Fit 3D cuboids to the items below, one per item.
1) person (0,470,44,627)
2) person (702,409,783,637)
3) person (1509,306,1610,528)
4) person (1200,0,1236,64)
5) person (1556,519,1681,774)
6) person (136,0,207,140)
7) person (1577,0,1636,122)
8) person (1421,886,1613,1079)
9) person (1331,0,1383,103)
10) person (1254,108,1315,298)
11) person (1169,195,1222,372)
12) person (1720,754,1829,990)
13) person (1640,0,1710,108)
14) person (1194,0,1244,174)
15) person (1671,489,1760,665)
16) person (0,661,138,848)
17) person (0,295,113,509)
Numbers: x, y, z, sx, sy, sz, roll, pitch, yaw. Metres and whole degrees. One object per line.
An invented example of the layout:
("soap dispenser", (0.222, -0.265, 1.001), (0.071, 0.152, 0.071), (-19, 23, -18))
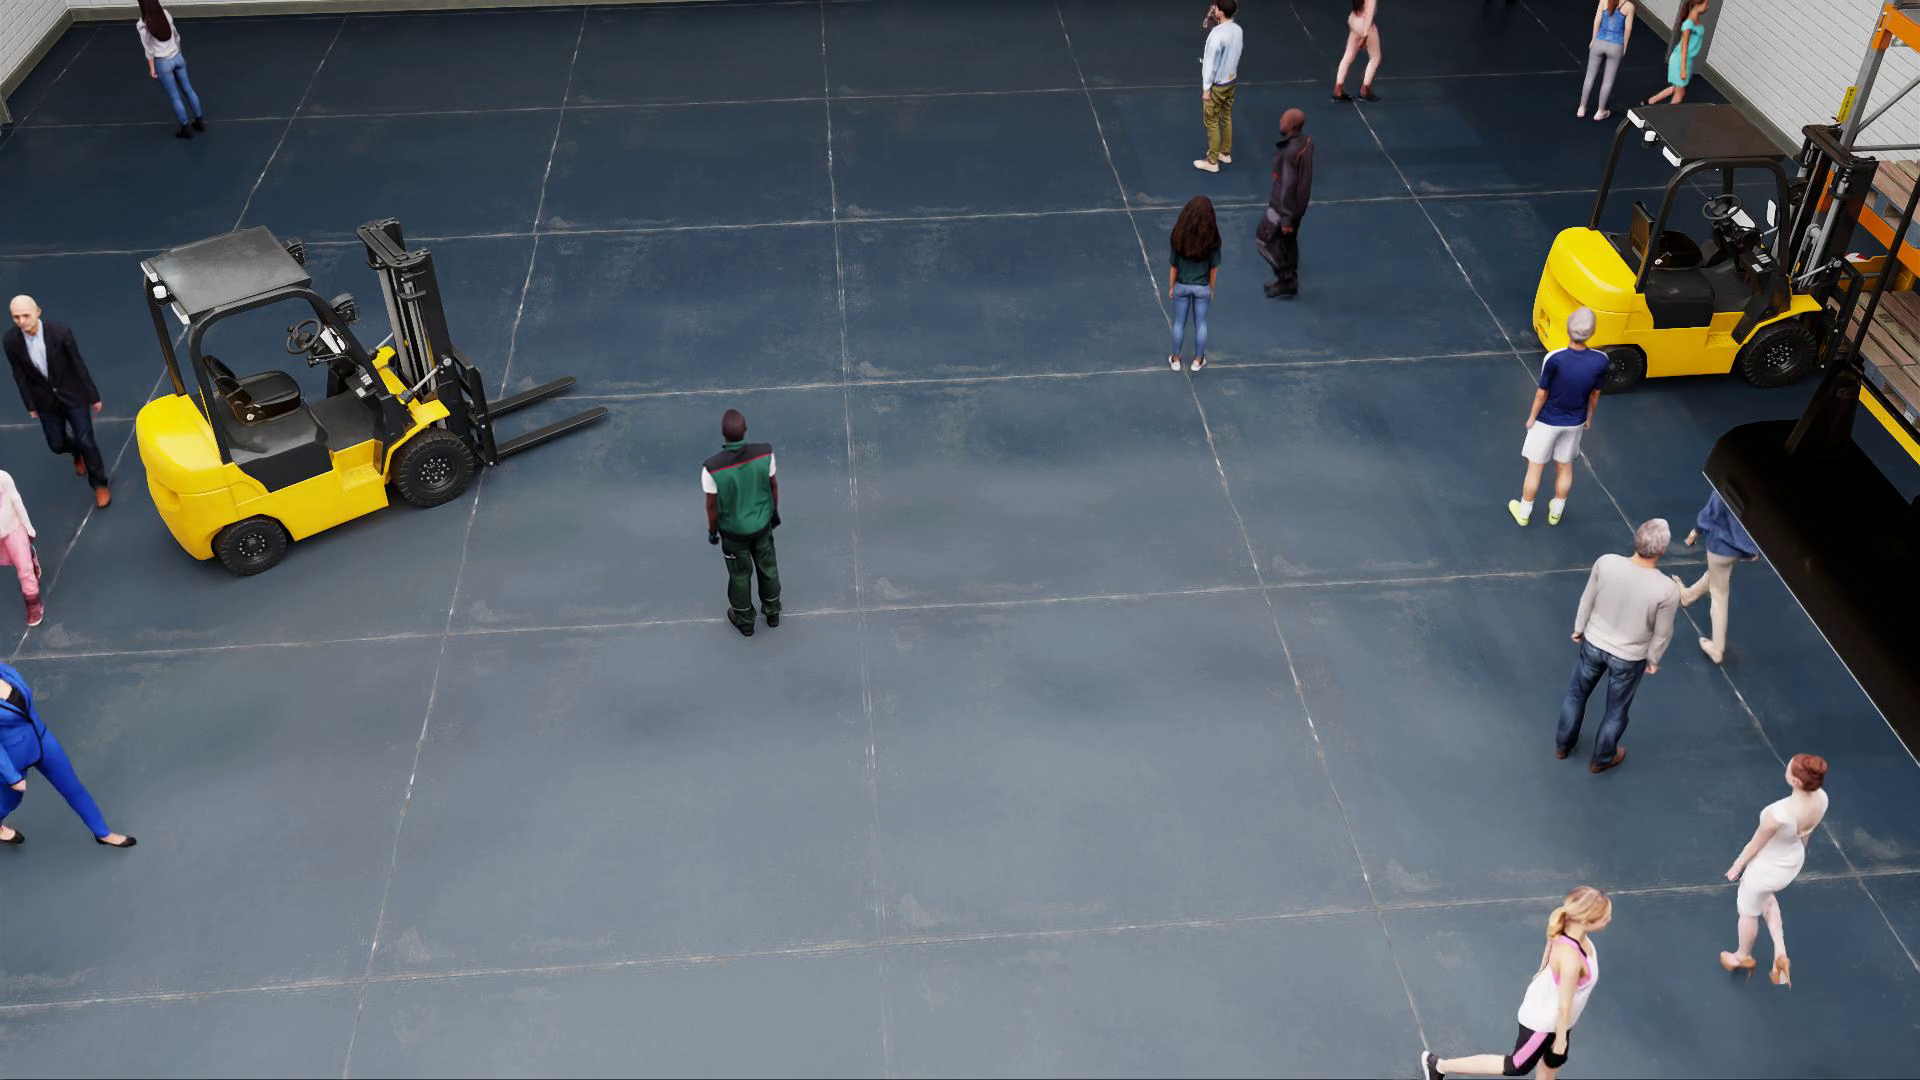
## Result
("person", (-6.775, -0.127, 11.773), (0.645, 1.428, 0.962), (-9, 40, -11))
("person", (-1.475, -0.116, 11.430), (0.766, 1.839, 0.736), (-17, 42, -20))
("person", (4.481, -0.904, 12.421), (0.647, 1.835, 0.550), (0, 39, 0))
("person", (3.084, -5.971, 19.205), (0.807, 1.287, 0.752), (25, 45, 28))
("person", (4.093, 0.673, 10.385), (0.818, 1.910, 0.883), (28, 47, 31))
("person", (-8.494, -5.127, 17.871), (0.733, 1.632, 0.623), (18, 42, 21))
("person", (7.107, -5.411, 18.244), (0.658, 1.609, 0.705), (23, 44, 26))
("person", (2.862, 2.368, 8.378), (0.975, 1.767, 1.104), (12, 40, 15))
("person", (4.382, -5.669, 18.495), (0.733, 1.700, 0.737), (-8, 39, -10))
("person", (3.075, -3.011, 15.079), (0.934, 1.809, 0.827), (16, 41, 19))
("person", (1.983, -2.180, 14.194), (0.659, 1.616, 0.667), (7, 39, 9))
("person", (4.457, 1.864, 8.998), (0.747, 1.780, 0.856), (-13, 41, -16))
("person", (7.776, -5.195, 18.023), (0.868, 1.548, 0.847), (21, 43, 24))
("person", (2.701, -4.722, 17.224), (0.807, 1.807, 0.746), (27, 46, 30))
("person", (5.254, 0.128, 11.268), (0.702, 1.660, 1.071), (-8, 39, -9))
("person", (-5.653, 1.275, 9.831), (0.839, 1.661, 1.143), (4, 39, 5))
("person", (-6.872, -1.120, 12.729), (0.810, 1.787, 0.960), (-12, 40, -15))
